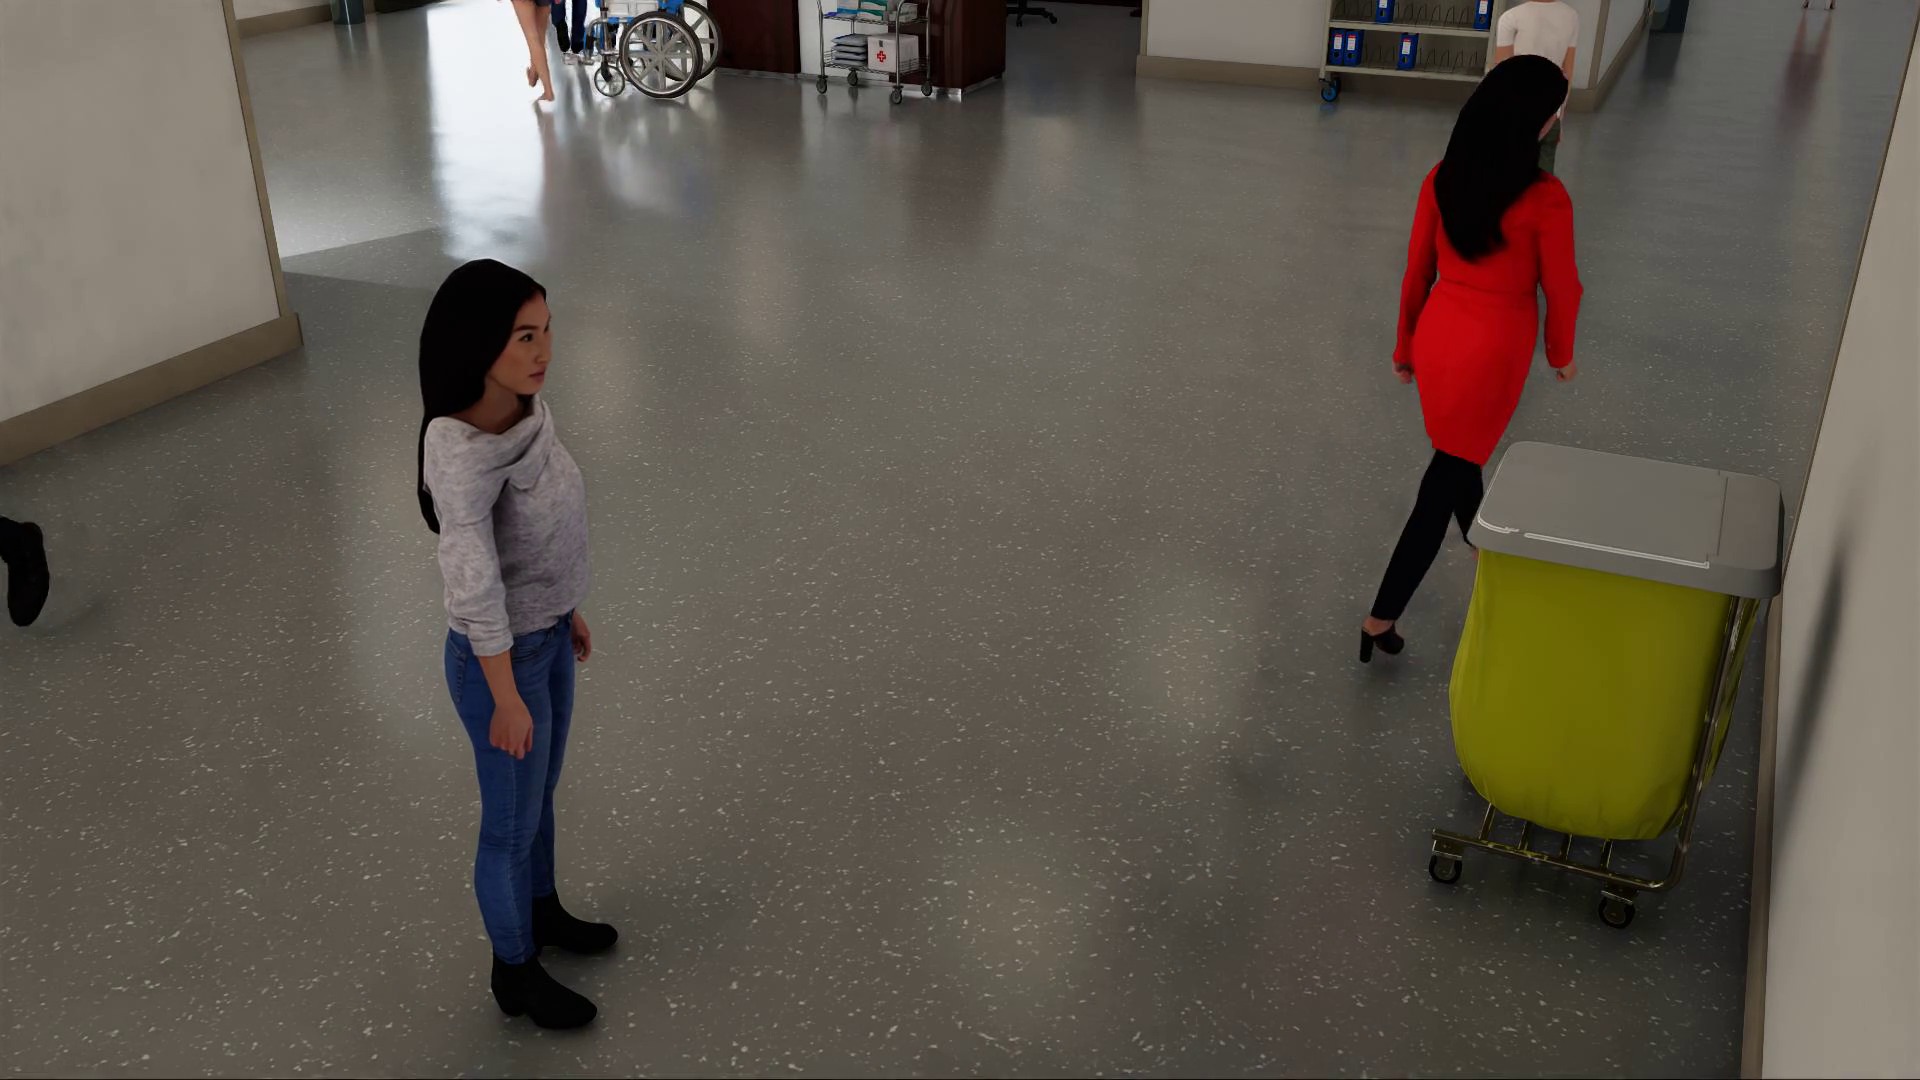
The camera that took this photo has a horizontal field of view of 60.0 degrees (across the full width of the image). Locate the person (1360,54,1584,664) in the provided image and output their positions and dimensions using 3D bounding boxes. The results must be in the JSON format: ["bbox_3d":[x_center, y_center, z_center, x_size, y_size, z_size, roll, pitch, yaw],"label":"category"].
[{"bbox_3d":[1.360,-0.413,4.590,0.972,1.700,1.086,-21,33,-37],"label":"person"}]

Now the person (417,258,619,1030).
[{"bbox_3d":[-0.901,0.231,3.333,0.644,1.632,0.671,1,26,2],"label":"person"}]

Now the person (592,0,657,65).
[{"bbox_3d":[-2.672,-4.748,13.683,0.851,1.611,0.716,13,29,25],"label":"person"}]

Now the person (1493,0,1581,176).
[{"bbox_3d":[2.648,-1.937,7.804,0.639,1.654,0.726,-4,26,-9],"label":"person"}]

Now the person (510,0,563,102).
[{"bbox_3d":[-3.118,-4.034,12.151,1.017,1.655,1.168,-14,29,-26],"label":"person"}]
